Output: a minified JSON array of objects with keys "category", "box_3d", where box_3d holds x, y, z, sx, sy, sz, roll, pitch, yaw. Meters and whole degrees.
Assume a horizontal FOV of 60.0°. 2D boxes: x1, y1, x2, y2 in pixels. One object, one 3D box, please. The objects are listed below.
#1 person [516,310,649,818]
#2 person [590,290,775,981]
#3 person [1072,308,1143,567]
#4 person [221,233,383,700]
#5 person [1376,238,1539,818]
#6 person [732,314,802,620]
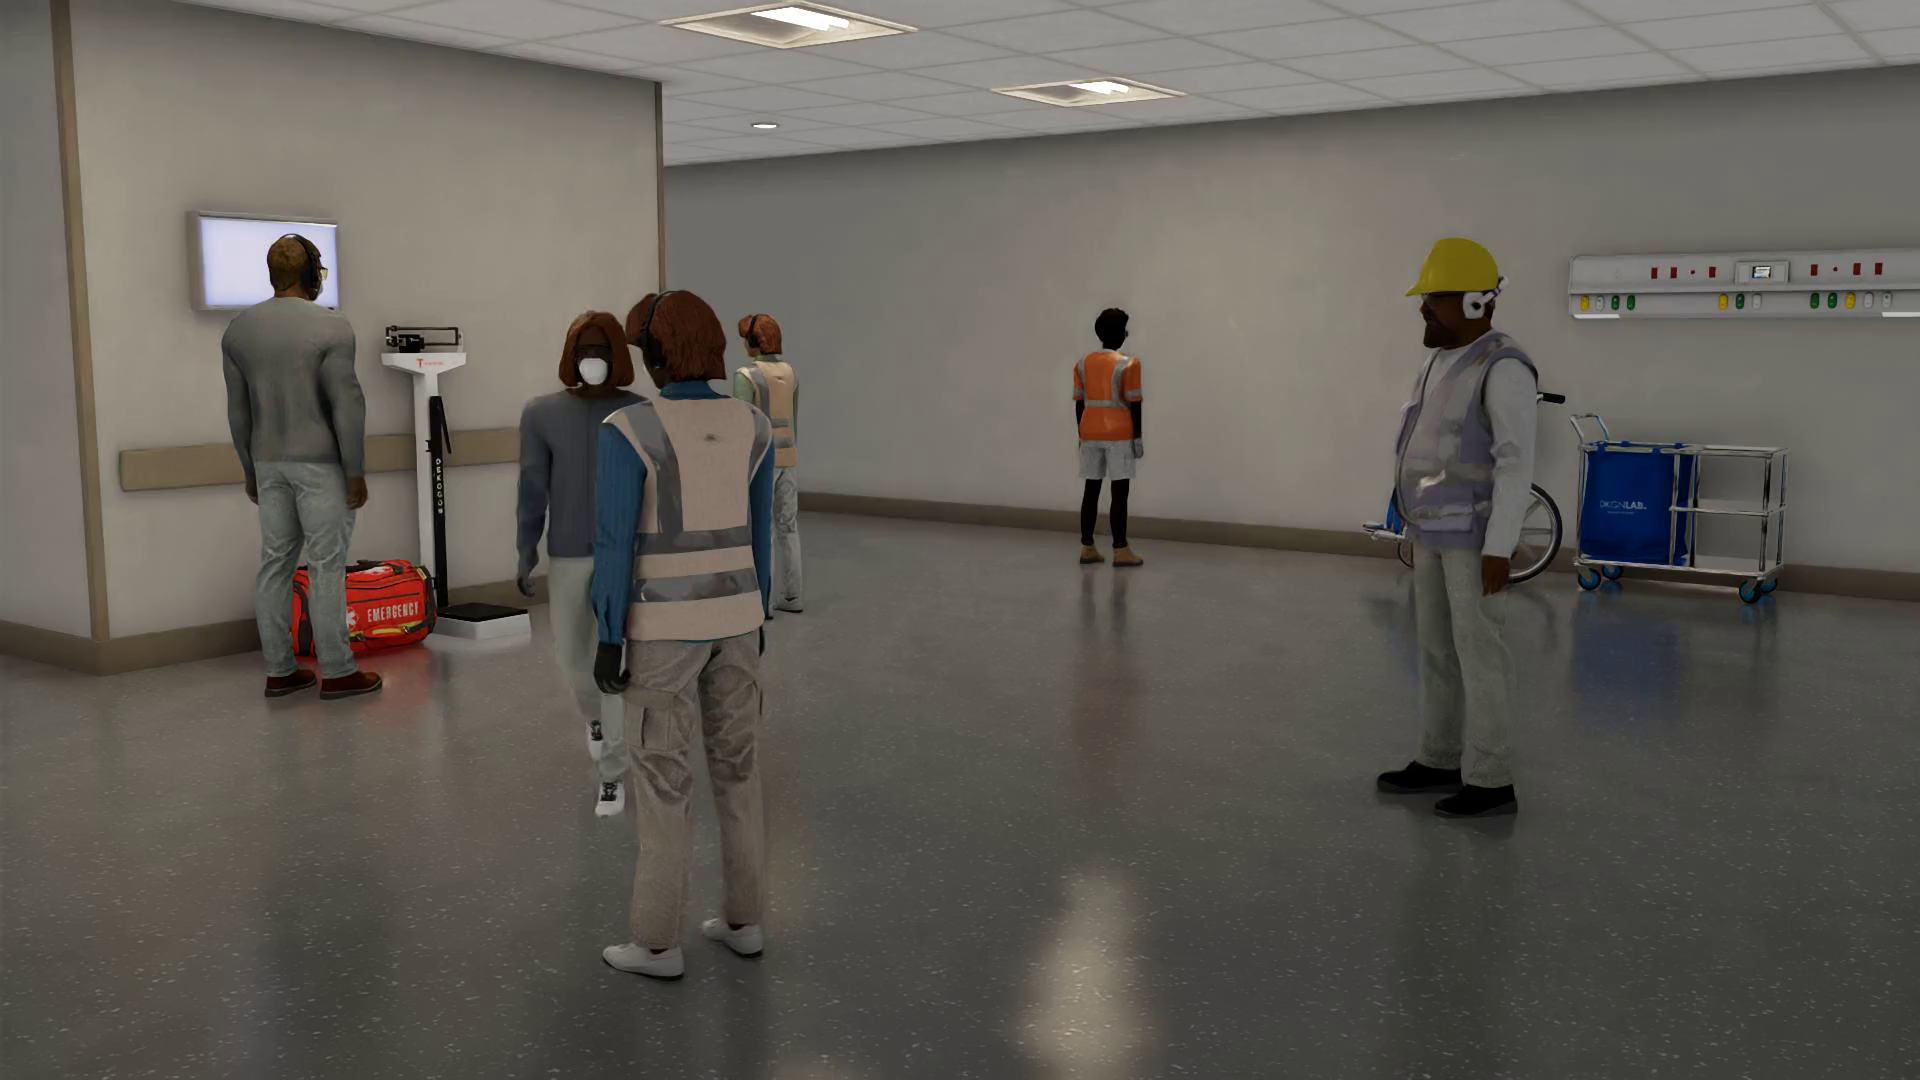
[{"category":"person","box_3d":[-1.192,0.044,5.517,0.506,1.611,0.736,0,7,-3]},{"category":"person","box_3d":[-0.645,0.225,3.980,0.320,1.630,0.520,6,10,42]},{"category":"person","box_3d":[0.979,-0.669,10.905,0.540,1.695,0.317,6,10,42]},{"category":"person","box_3d":[-2.748,-0.297,6.951,0.627,1.940,0.373,2,7,16]},{"category":"person","box_3d":[1.580,-0.036,5.296,0.404,1.829,0.600,-1,7,-9]},{"category":"person","box_3d":[-1.038,-0.390,8.931,0.314,1.632,0.517,4,8,31]}]
